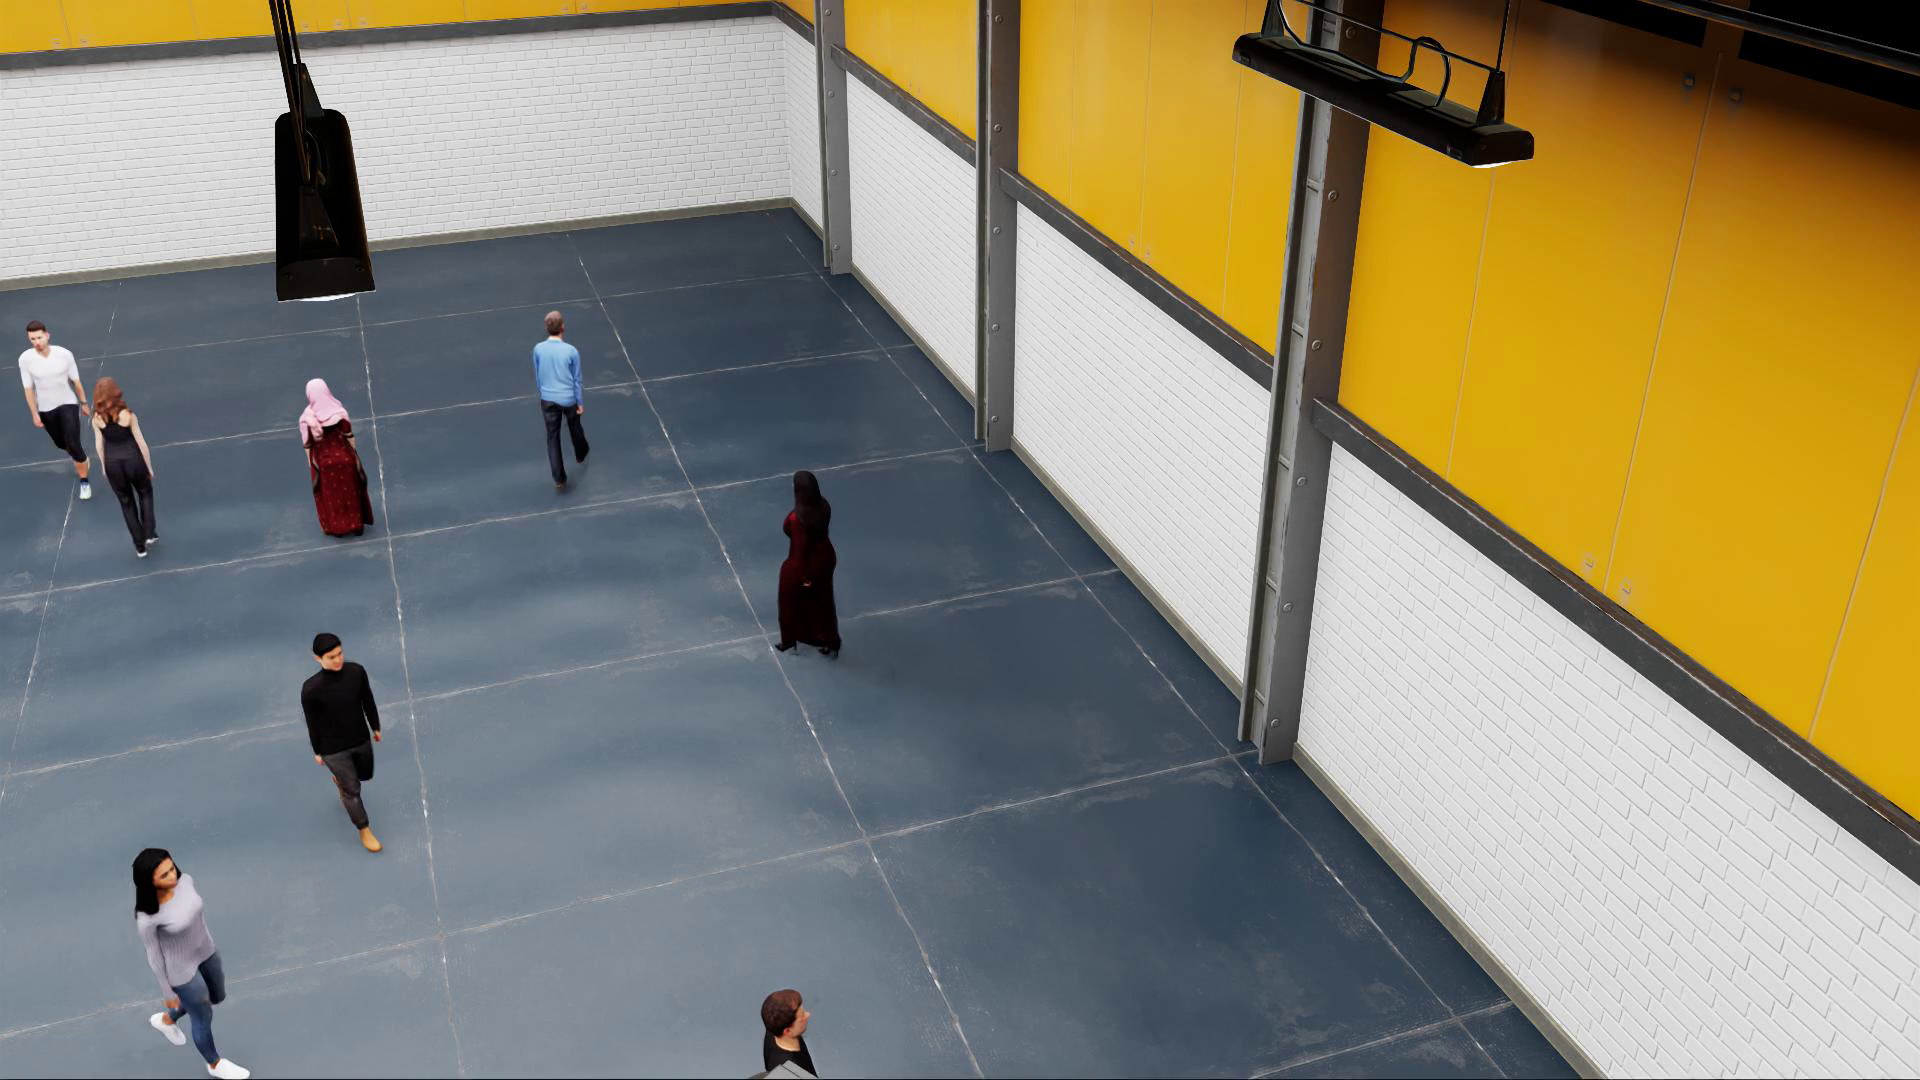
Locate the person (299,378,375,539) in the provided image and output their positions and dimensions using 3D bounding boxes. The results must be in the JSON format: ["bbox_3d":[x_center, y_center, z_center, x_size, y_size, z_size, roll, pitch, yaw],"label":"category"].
[{"bbox_3d":[-5.981,-0.781,15.873,0.669,1.635,0.596,-9,30,-16],"label":"person"}]

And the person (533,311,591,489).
[{"bbox_3d":[-4.081,-1.394,16.857,0.953,1.771,1.259,1,29,2],"label":"person"}]

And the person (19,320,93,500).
[{"bbox_3d":[-9.076,-1.366,16.758,0.675,1.816,1.152,-13,31,-22],"label":"person"}]

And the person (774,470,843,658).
[{"bbox_3d":[-1.168,0.236,13.901,1.000,1.739,0.926,16,32,27],"label":"person"}]

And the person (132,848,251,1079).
[{"bbox_3d":[-4.636,2.491,9.787,0.940,1.719,0.942,5,29,10],"label":"person"}]

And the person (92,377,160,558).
[{"bbox_3d":[-7.789,-0.646,15.530,0.610,1.727,0.659,-13,31,-23],"label":"person"}]

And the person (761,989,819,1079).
[{"bbox_3d":[-0.861,3.049,8.615,0.717,1.863,0.499,-10,30,-18],"label":"person"}]

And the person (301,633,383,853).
[{"bbox_3d":[-4.421,1.378,11.849,1.106,1.698,0.919,25,37,37],"label":"person"}]
